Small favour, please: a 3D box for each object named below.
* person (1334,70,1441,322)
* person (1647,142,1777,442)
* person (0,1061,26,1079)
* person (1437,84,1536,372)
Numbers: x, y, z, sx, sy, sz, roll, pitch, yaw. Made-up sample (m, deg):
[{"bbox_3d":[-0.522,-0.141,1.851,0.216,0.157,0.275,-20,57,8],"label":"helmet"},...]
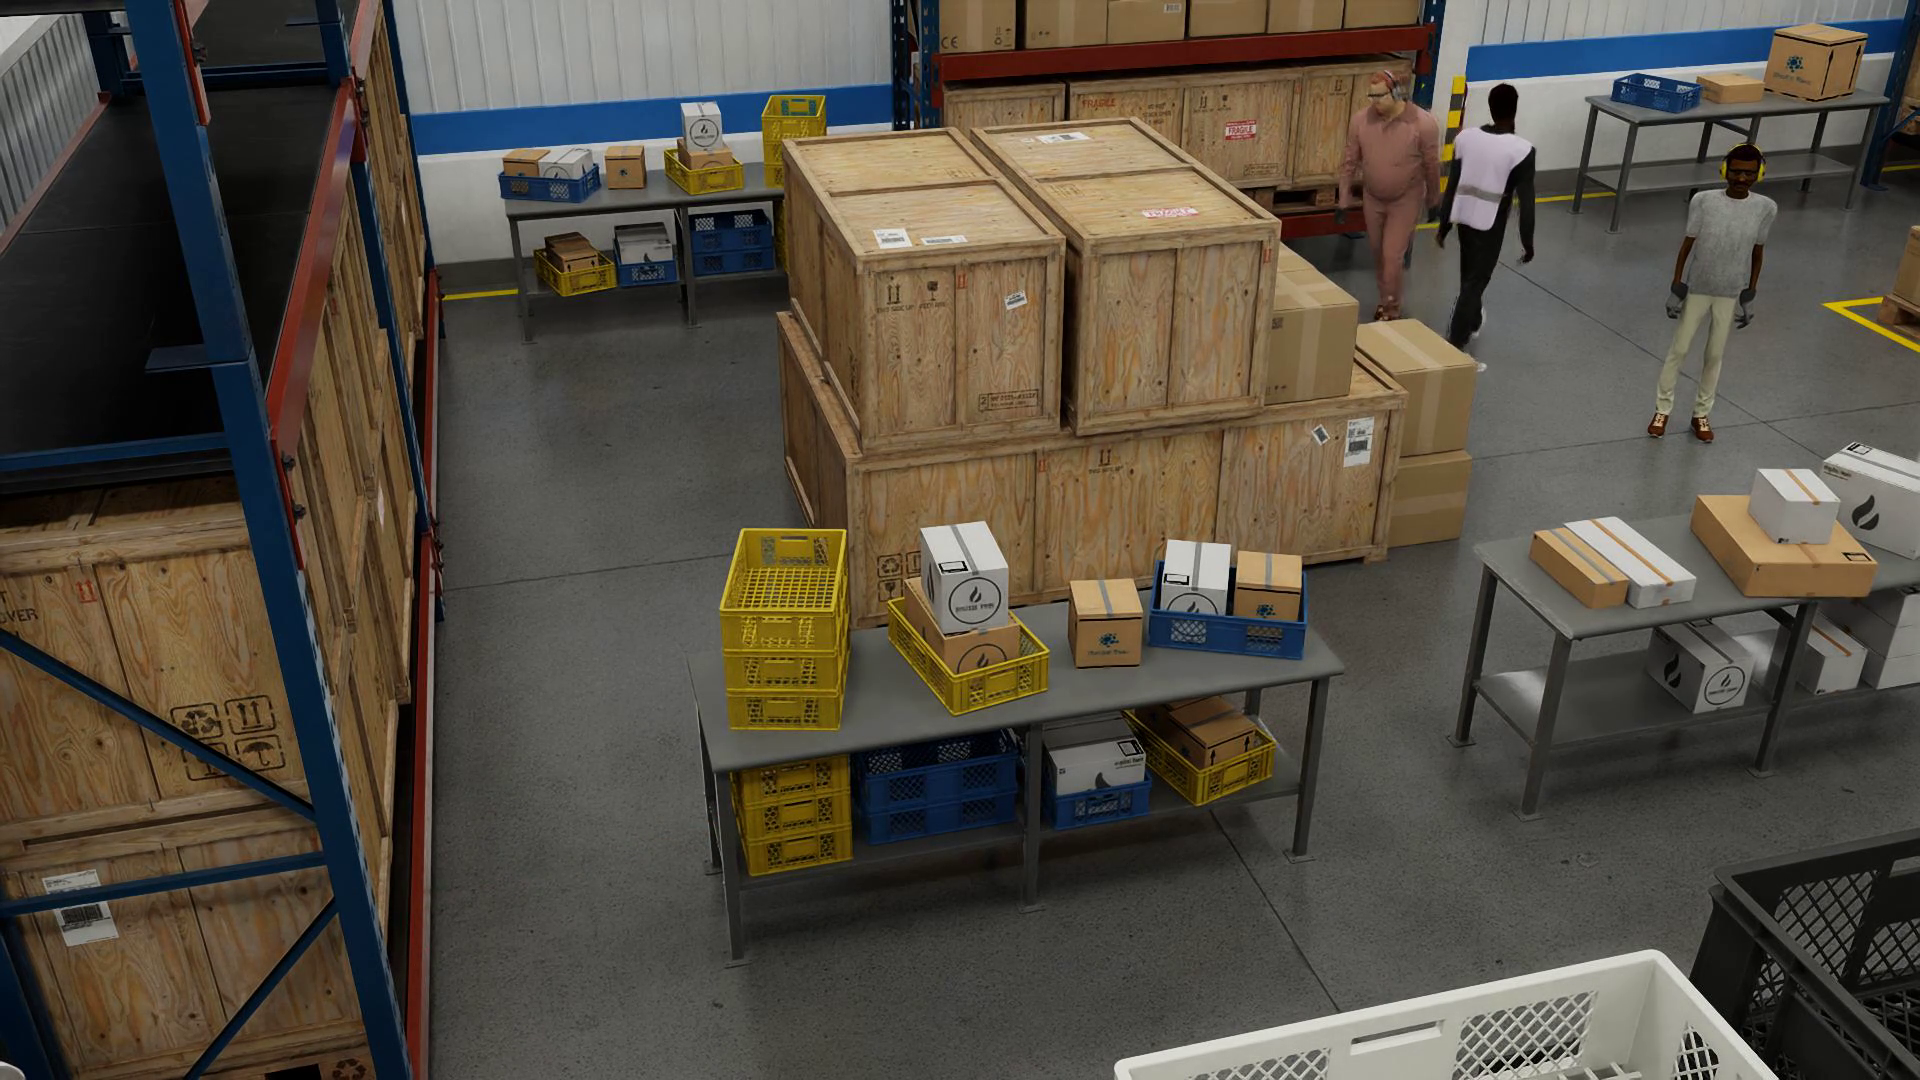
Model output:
[{"bbox_3d":[3.035,-2.416,11.846,0.673,1.853,0.708,20,35,32],"label":"person"},{"bbox_3d":[4.604,-1.502,10.169,0.513,1.872,0.328,7,30,13],"label":"person"},{"bbox_3d":[-2.246,1.879,4.016,0.354,1.886,0.572,-13,32,-23],"label":"person"},{"bbox_3d":[3.627,-2.146,11.362,0.906,1.849,0.672,-20,35,-32],"label":"person"}]
